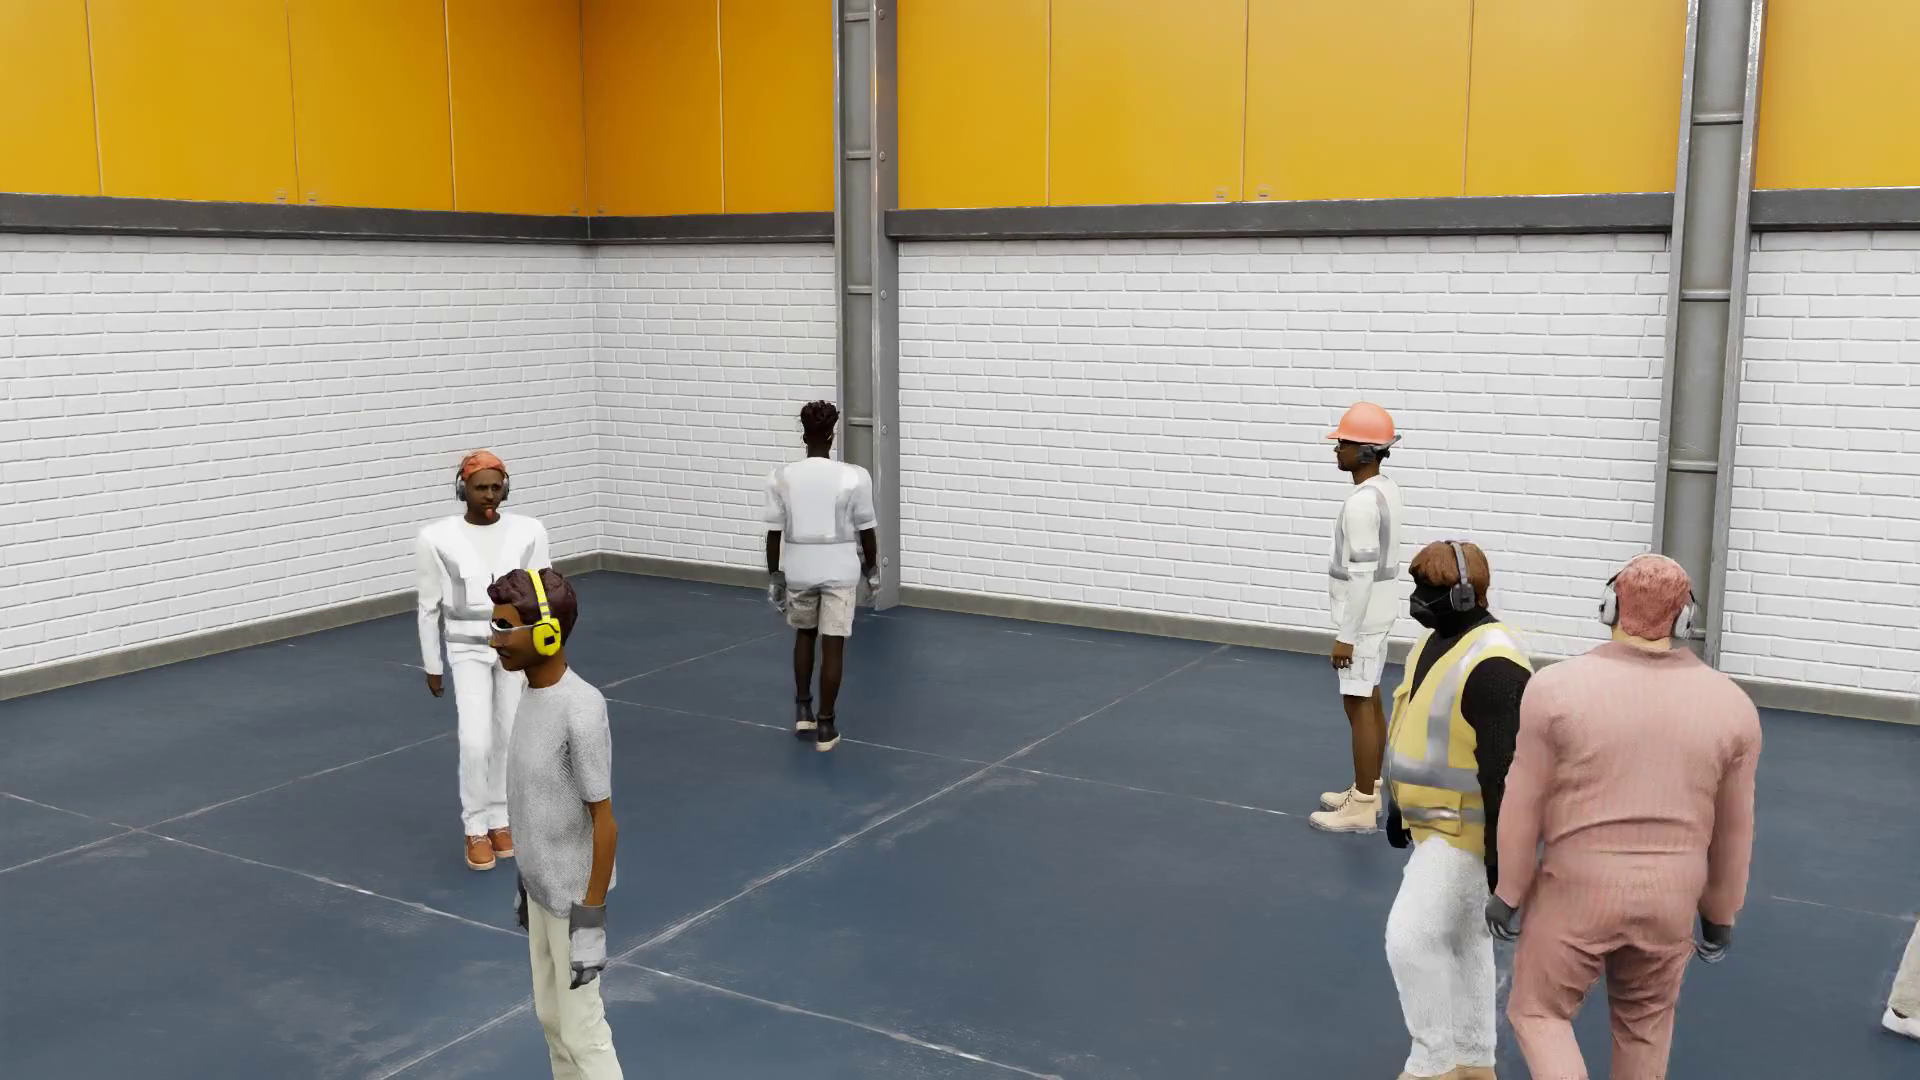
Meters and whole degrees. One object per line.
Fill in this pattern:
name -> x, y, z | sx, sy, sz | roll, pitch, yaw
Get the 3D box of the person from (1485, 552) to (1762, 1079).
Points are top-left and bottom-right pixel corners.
person -> 1.823, 0.977, 4.598 | 0.699, 1.890, 0.609 | 0, 9, 2

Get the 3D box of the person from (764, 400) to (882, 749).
person -> -0.760, 0.182, 9.385 | 0.611, 1.946, 0.600 | 2, 9, 10

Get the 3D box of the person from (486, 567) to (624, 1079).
person -> -1.109, 0.991, 4.587 | 0.309, 1.864, 0.535 | -6, 11, -33

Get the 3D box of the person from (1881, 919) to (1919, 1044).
person -> 3.463, 0.989, 5.399 | 0.534, 1.593, 0.834 | -8, 12, -41

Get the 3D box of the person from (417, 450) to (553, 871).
person -> -2.073, 0.536, 7.418 | 0.580, 1.861, 0.578 | -6, 11, -31

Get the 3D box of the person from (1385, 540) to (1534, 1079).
person -> 1.482, 0.902, 5.263 | 0.607, 1.819, 0.654 | 0, 9, -2

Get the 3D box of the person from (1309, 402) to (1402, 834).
person -> 1.890, 0.368, 7.903 | 0.367, 2.048, 0.607 | 4, 10, 23
